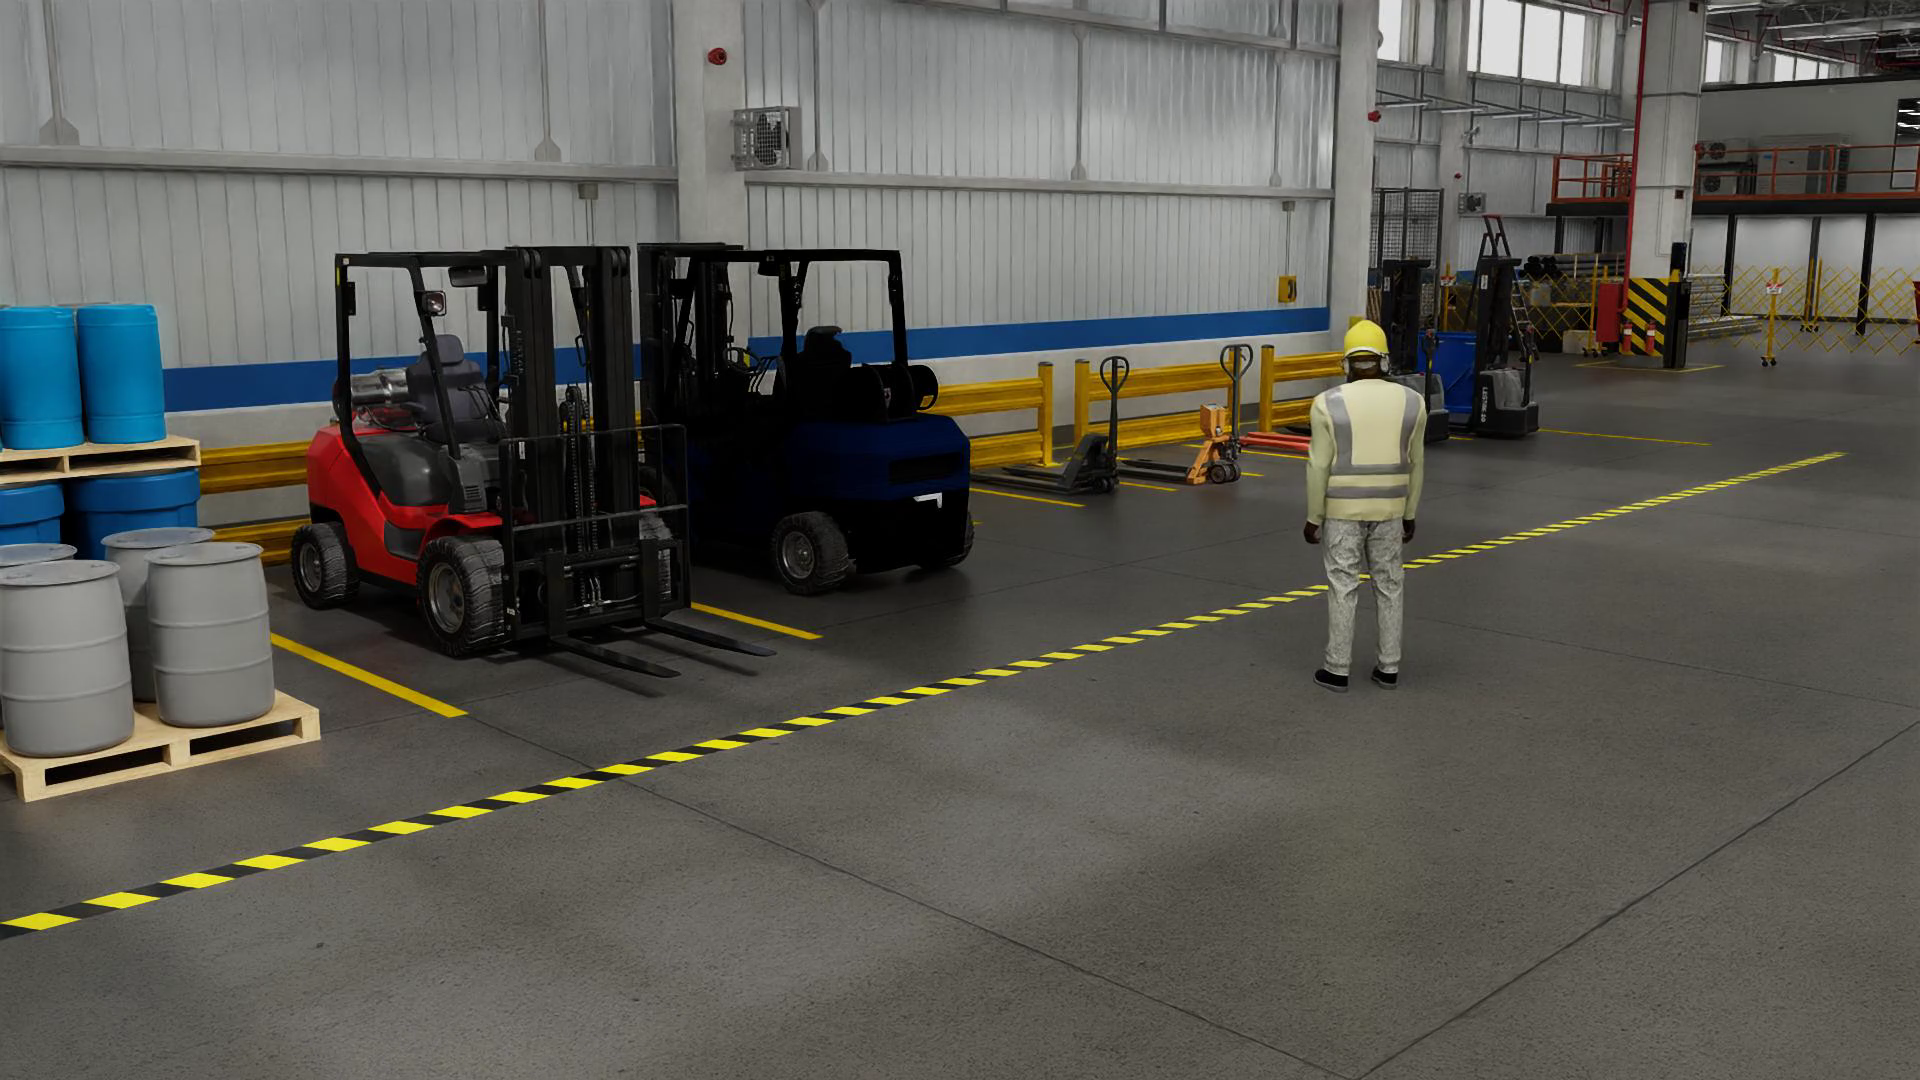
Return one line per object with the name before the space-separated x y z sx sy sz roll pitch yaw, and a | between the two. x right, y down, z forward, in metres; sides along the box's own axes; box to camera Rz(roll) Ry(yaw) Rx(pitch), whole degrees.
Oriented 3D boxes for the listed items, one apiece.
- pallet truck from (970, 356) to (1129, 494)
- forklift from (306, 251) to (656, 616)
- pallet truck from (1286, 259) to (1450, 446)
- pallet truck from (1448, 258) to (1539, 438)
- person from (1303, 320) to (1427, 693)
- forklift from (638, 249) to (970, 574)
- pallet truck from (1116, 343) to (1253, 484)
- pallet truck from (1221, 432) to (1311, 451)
pallet truck | 0.784 -1.085 14.876 0.680 1.201 1.601 -10 14 -44
forklift | -2.833 -0.669 9.694 1.157 1.987 2.680 -10 14 -44
pallet truck | 4.493 -2.078 18.196 0.823 1.965 1.885 -9 14 -40
pallet truck | 5.704 -2.208 18.901 1.885 1.965 0.823 10 14 43
person | 1.970 -0.155 8.170 0.592 1.828 0.404 -1 10 -6
forklift | -1.173 -0.958 11.239 2.680 1.987 1.157 10 14 43
pallet truck | 1.962 -1.215 15.415 1.522 1.261 0.704 10 14 43
pallet truck | 3.563 -1.581 17.381 0.653 1.274 1.630 -10 14 -44
